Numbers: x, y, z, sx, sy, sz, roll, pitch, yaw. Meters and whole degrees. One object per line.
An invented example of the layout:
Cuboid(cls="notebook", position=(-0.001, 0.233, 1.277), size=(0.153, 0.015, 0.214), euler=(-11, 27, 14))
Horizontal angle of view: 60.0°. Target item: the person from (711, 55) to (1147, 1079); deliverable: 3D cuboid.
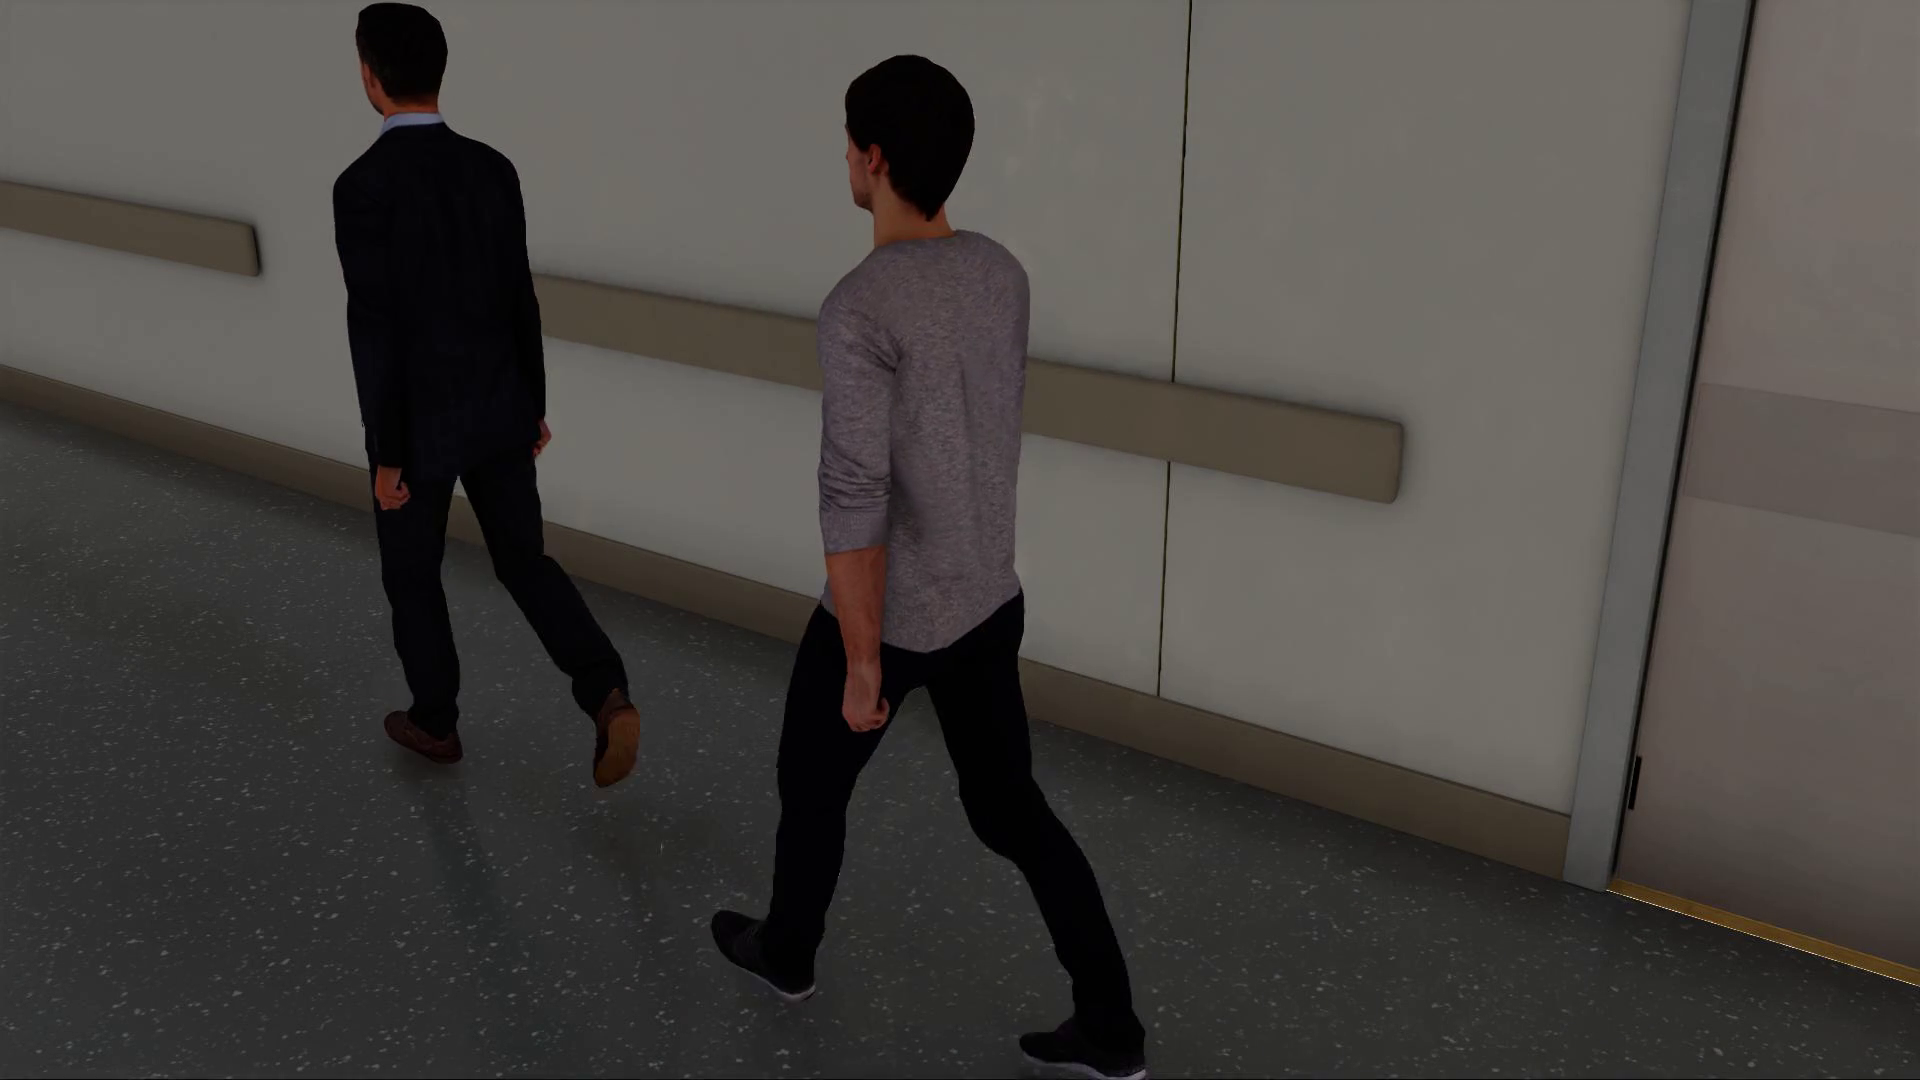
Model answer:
Cuboid(cls="person", position=(0.016, 0.155, 2.836), size=(0.810, 1.794, 1.151), euler=(16, 26, 37))

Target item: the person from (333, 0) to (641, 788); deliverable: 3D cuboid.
Cuboid(cls="person", position=(-1.117, -0.243, 3.820), size=(0.772, 1.840, 1.090), euler=(17, 26, 37))
